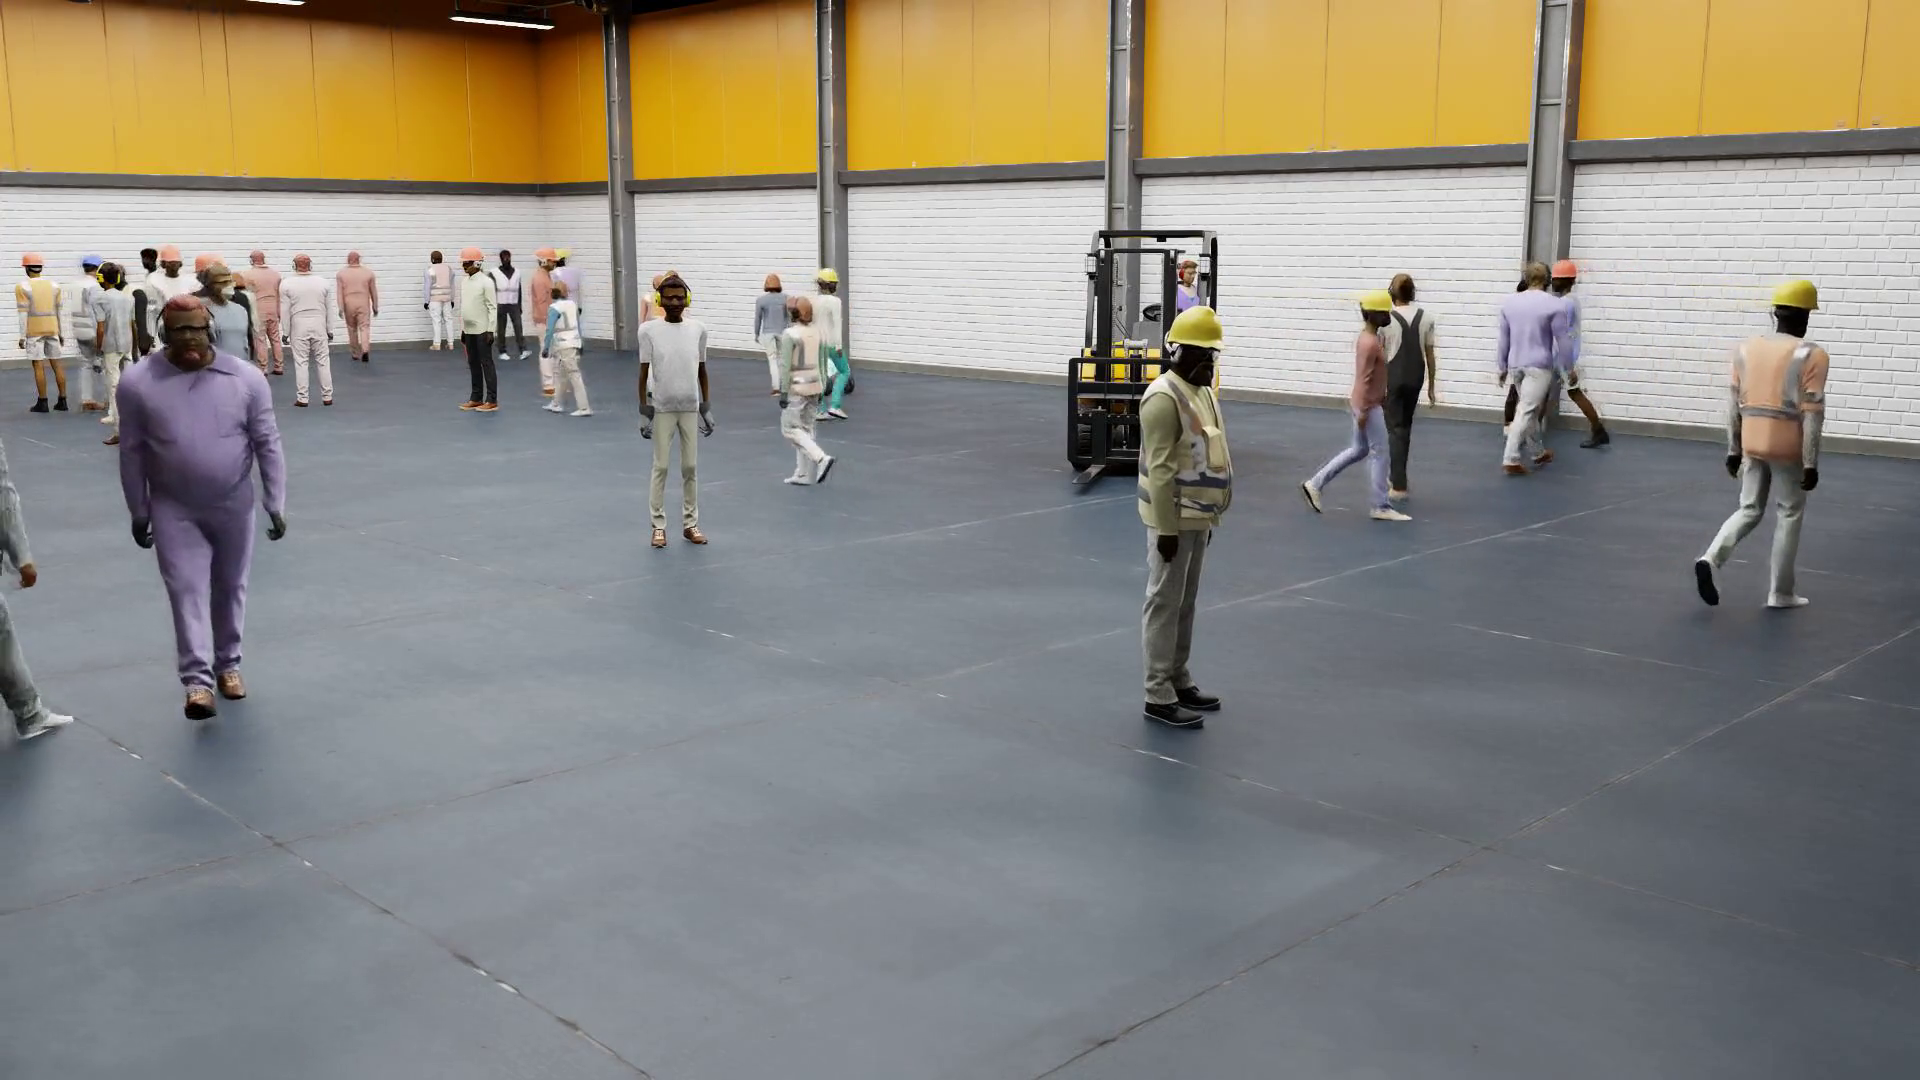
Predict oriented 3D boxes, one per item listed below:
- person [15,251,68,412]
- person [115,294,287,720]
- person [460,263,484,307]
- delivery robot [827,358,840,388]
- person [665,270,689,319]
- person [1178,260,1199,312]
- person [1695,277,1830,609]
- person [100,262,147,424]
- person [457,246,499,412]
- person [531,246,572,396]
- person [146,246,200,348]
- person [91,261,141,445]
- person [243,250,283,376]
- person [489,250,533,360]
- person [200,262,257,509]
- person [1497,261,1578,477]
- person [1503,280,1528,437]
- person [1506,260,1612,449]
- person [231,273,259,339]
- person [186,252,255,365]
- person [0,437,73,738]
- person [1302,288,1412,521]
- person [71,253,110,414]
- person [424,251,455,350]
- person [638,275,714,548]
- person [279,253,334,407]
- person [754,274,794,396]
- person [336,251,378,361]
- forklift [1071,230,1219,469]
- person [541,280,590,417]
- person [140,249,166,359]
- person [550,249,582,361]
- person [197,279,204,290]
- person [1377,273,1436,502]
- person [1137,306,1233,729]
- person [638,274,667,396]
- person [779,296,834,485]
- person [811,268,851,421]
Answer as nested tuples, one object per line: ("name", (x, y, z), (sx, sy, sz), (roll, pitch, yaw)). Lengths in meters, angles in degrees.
("person", (-11.134, -2.513, 20.130), (0.373, 1.934, 0.552), (7, 12, 32))
("person", (-3.325, -0.136, 7.351), (0.658, 1.863, 0.956), (-6, 12, -29))
("person", (-7.842, -3.671, 26.978), (0.531, 1.753, 0.619), (-1, 10, -7))
("delivery robot", (-1.841, -2.279, 22.371), (0.707, 0.478, 0.477), (9, 14, 40))
("person", (-4.120, -3.049, 23.879), (0.498, 1.633, 0.279), (3, 11, 13))
("person", (2.605, -2.338, 19.429), (0.567, 1.845, 0.389), (-8, 13, -37))
("person", (4.548, -0.523, 9.382), (0.730, 1.907, 0.591), (-5, 12, -27))
("person", (-9.523, -2.251, 19.005), (0.662, 1.832, 0.655), (3, 11, 16))
("person", (-5.872, -2.556, 20.205), (0.625, 1.992, 0.388), (8, 13, 38))
("person", (-5.456, -2.889, 22.061), (0.441, 1.989, 0.631), (0, 10, 2))
("person", (-9.558, -2.586, 20.374), (0.633, 1.987, 1.021), (-9, 14, -40))
("person", (-8.618, -1.899, 16.983), (0.309, 1.863, 0.534), (4, 11, 23))
("person", (-10.618, -3.442, 25.292), (0.399, 1.905, 0.643), (6, 12, 29))
("person", (-7.672, -3.985, 28.343), (0.609, 1.866, 0.974), (-8, 13, -38))
("person", (-5.731, -1.180, 12.898), (0.506, 1.924, 0.634), (4, 11, 23))
("person", (5.179, -1.527, 14.849), (0.972, 1.891, 0.653), (-7, 12, -33))
("person", (5.930, -1.920, 17.587), (0.320, 1.690, 0.533), (3, 11, 18))
("person", (6.101, -1.851, 16.703), (1.000, 1.901, 0.548), (3, 11, 16))
("person", (-10.445, -3.061, 24.064), (0.847, 1.582, 0.515), (10, 14, 43))
("person", (-6.869, -1.665, 15.431), (0.642, 1.968, 0.723), (-7, 13, -35))
("person", (-4.061, 0.064, 6.735), (0.494, 1.699, 0.886), (4, 11, 21))
("person", (3.000, -1.016, 12.494), (0.761, 1.745, 0.522), (2, 11, 12))
("person", (-10.326, -2.480, 20.002), (0.653, 1.909, 0.649), (8, 13, 36))
("person", (-9.721, -4.464, 31.031), (0.429, 1.845, 0.621), (10, 14, 43))
("person", (-1.952, -0.882, 11.436), (0.532, 1.864, 0.310), (-5, 11, -25))
("person", (-8.156, -2.617, 20.780), (0.639, 1.910, 0.407), (-7, 13, -34))
("person", (-2.512, -2.753, 22.317), (0.515, 1.599, 0.786), (-3, 11, -18))
("person", (-10.248, -3.975, 28.306), (0.656, 1.869, 0.958), (-4, 11, -22))
("forklift", (1.804, -1.825, 15.677), (1.214, 2.155, 2.313), (2, 11, 13))
("person", (-4.720, -2.254, 19.607), (0.785, 1.600, 0.523), (3, 11, 14))
("person", (-12.452, -3.512, 25.597), (0.633, 1.916, 0.970), (8, 13, 38))
("person", (-6.772, -4.004, 28.403), (0.436, 1.893, 0.857), (7, 13, 35))
("person", (-9.481, -2.658, 21.194), (0.430, 1.840, 0.620), (2, 11, 11))
("person", (3.539, -1.249, 13.550), (0.548, 1.818, 0.787), (-2, 10, -8))
("person", (0.992, -0.107, 7.313), (0.404, 1.827, 0.590), (5, 12, 26))
("person", (-3.938, -2.661, 21.787), (0.533, 1.610, 0.519), (-1, 10, -7))
("person", (-1.298, -1.248, 14.062), (0.506, 1.624, 0.532), (6, 12, 30))
("person", (-1.488, -2.247, 19.167), (0.559, 1.747, 0.498), (10, 14, 43))
